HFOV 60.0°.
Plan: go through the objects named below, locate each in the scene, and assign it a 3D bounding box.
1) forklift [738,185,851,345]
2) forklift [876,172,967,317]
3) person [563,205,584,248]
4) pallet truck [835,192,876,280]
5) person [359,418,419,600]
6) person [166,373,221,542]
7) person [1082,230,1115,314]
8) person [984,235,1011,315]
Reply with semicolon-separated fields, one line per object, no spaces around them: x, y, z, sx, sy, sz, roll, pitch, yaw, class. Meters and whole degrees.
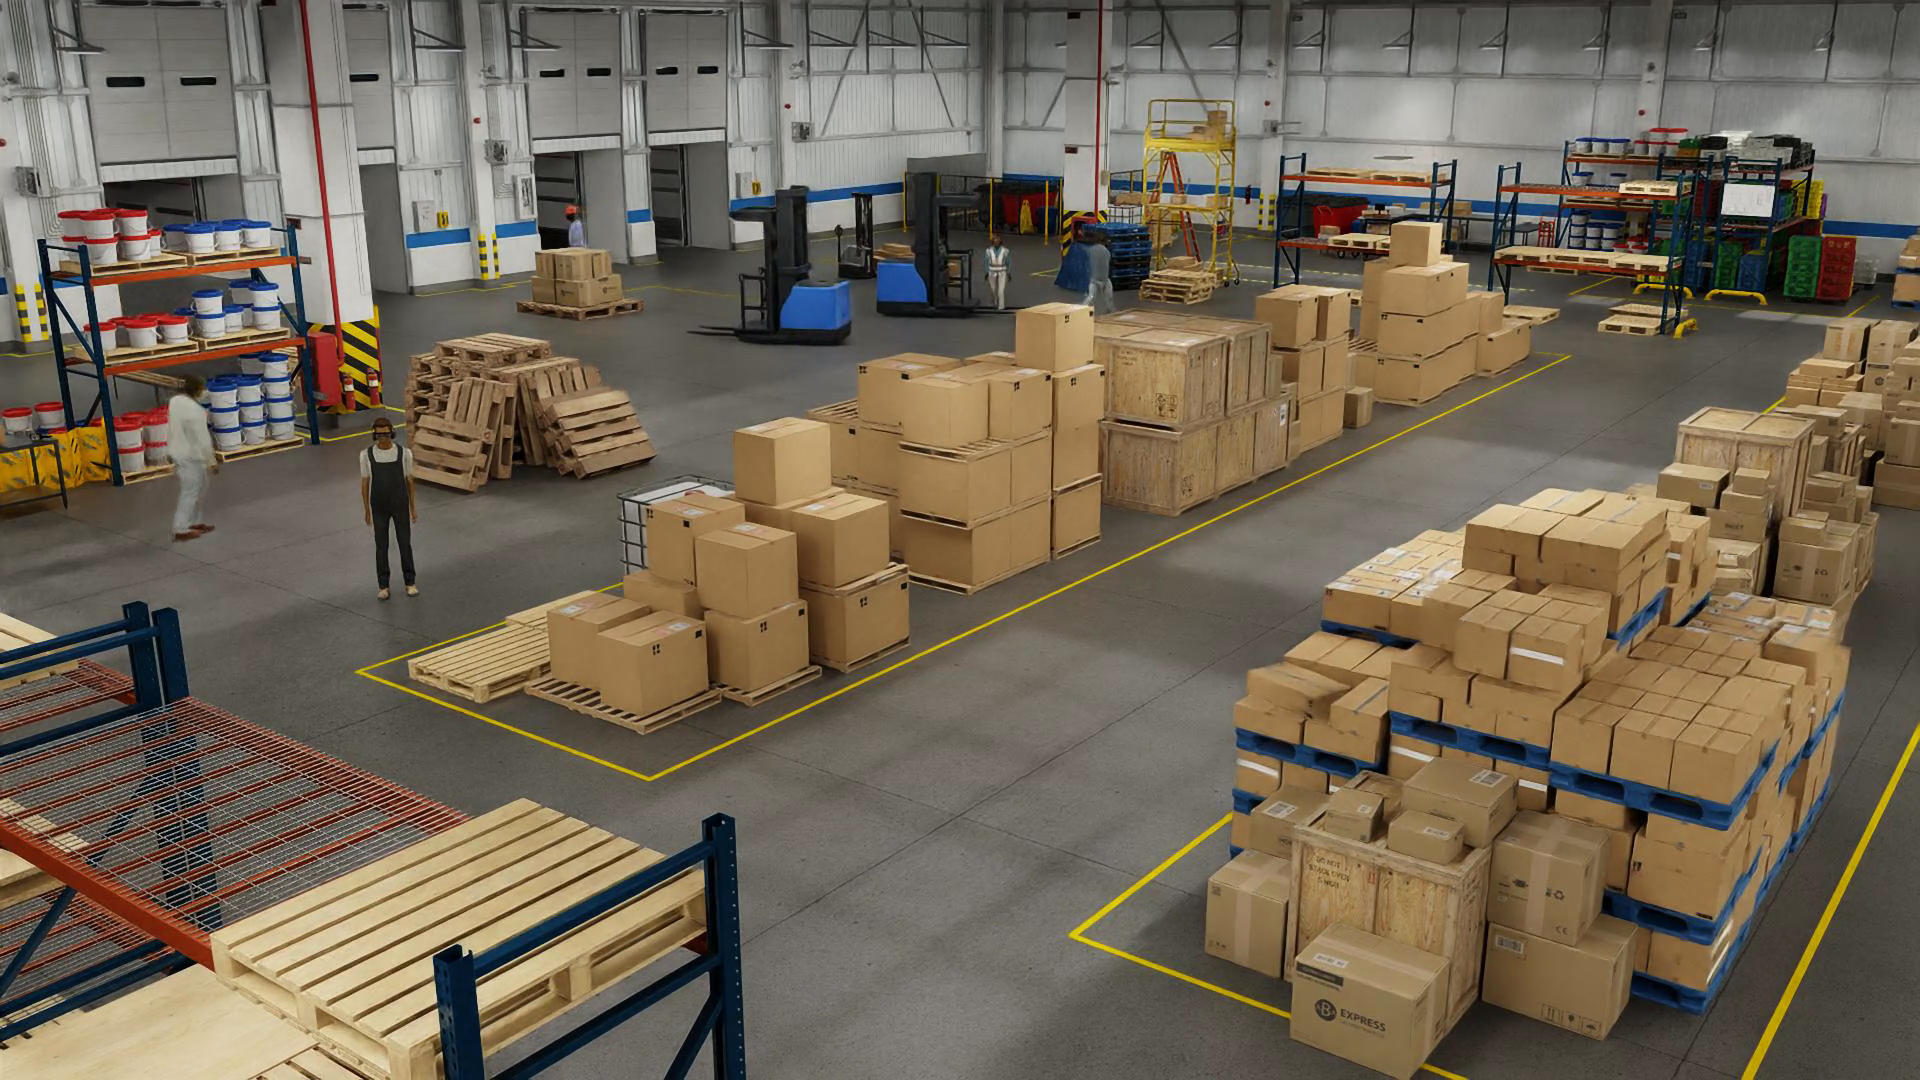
-3.048;-5.083;30.605;1.873;2.768;1.129;4;17;14;forklift
-0.709;-5.984;33.588;1.873;2.768;1.129;3;17;9;forklift
-8.502;-6.364;36.480;0.603;1.914;0.563;-9;19;-28;person
-1.936;-7.159;38.982;1.885;1.965;0.823;-12;21;-34;pallet truck
-5.680;-0.317;16.587;0.507;1.846;0.345;-7;18;-21;person
-8.551;-0.910;18.474;0.654;1.889;0.601;16;23;42;person
2.687;-5.020;32.089;1.017;1.897;0.629;-10;20;-31;person
0.775;-5.423;33.889;0.548;1.613;0.637;2;17;7;person
